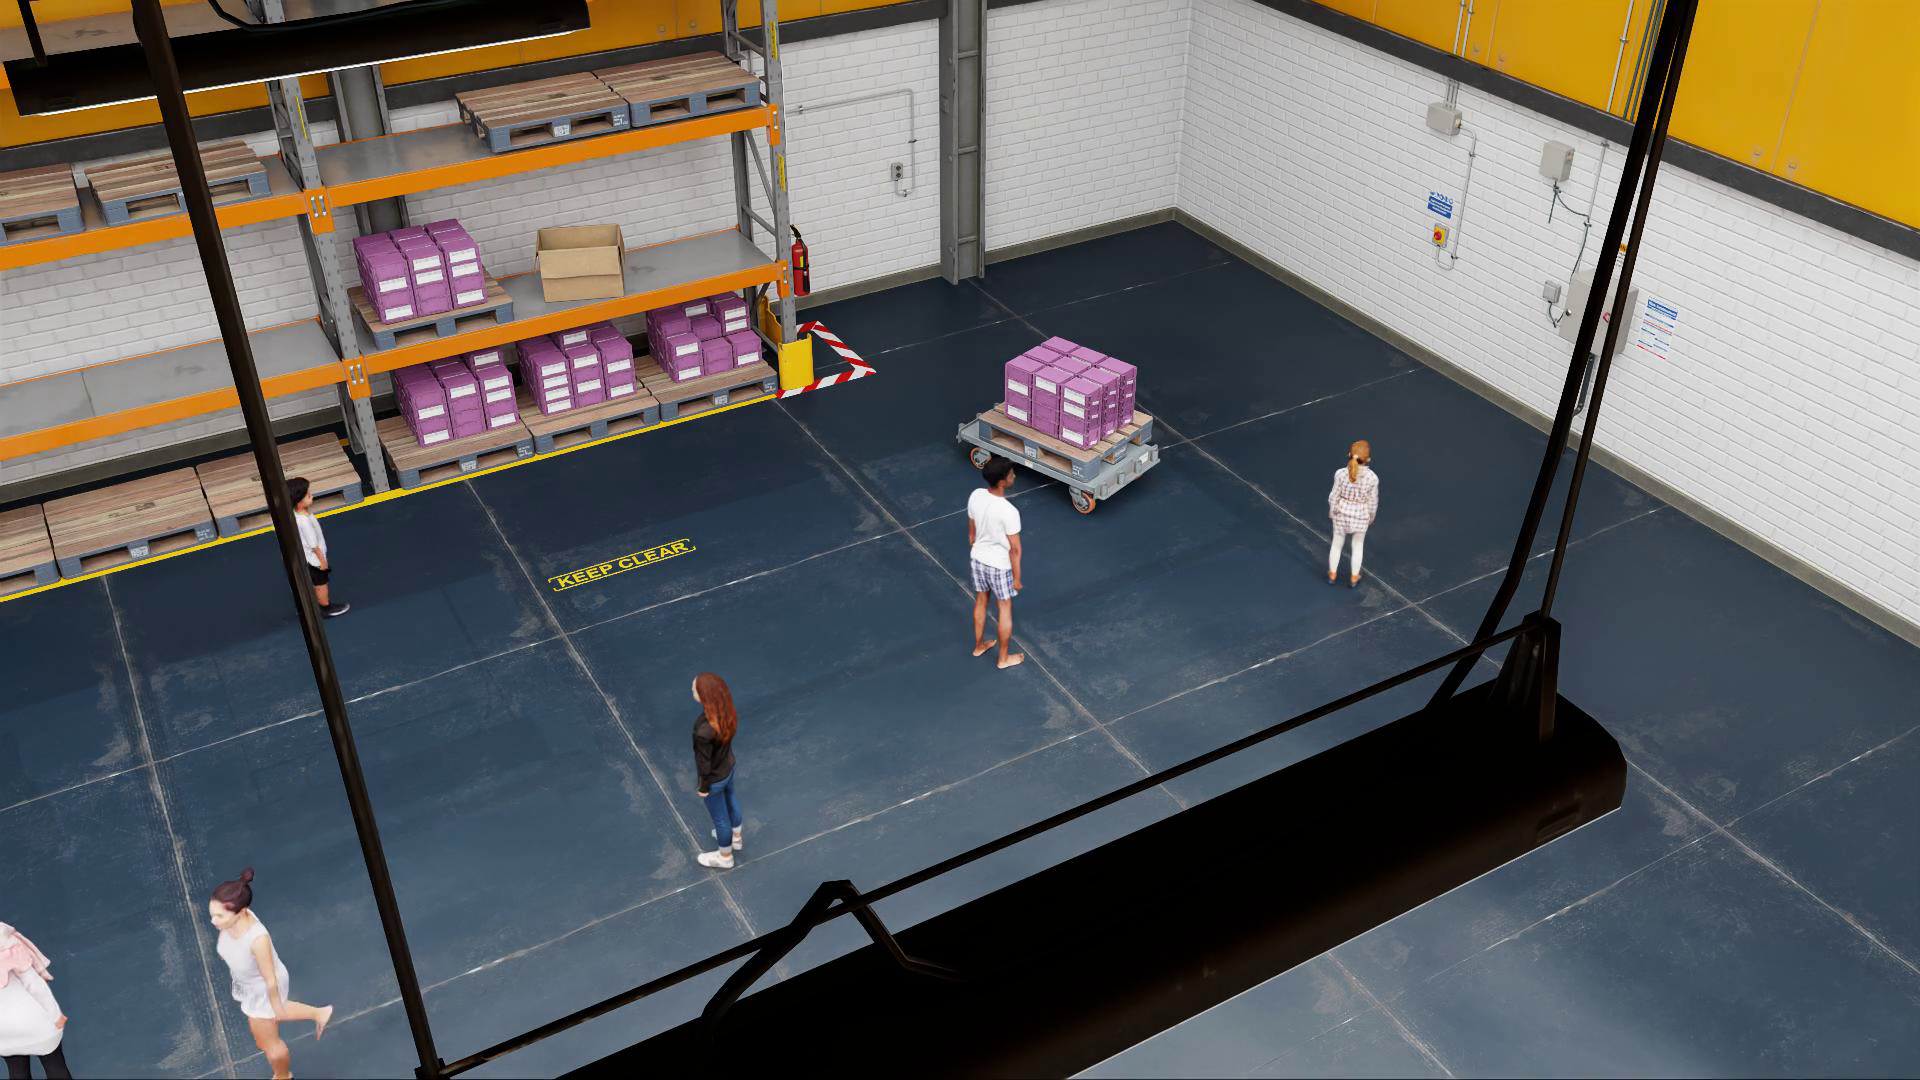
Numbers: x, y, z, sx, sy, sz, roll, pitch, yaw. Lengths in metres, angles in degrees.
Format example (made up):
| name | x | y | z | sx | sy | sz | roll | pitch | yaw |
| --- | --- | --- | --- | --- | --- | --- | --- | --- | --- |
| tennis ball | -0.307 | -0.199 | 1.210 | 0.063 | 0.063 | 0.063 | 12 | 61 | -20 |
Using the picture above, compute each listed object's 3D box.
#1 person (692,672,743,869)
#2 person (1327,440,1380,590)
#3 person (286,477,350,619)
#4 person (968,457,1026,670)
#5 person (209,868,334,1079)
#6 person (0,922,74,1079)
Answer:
| name | x | y | z | sx | sy | sz | roll | pitch | yaw |
| --- | --- | --- | --- | --- | --- | --- | --- | --- | --- |
| person | -1.531 | 1.444 | 10.525 | 0.689 | 1.482 | 0.632 | 8 | 34 | 12 |
| person | 3.100 | -0.210 | 13.169 | 0.610 | 1.311 | 0.662 | 10 | 35 | 15 |
| person | -5.043 | 0.087 | 12.775 | 0.583 | 1.251 | 0.508 | -21 | 39 | -28 |
| person | 0.251 | 0.167 | 12.221 | 0.676 | 1.732 | 0.620 | 29 | 43 | 36 |
| person | -3.725 | 2.367 | 9.028 | 0.879 | 1.602 | 0.740 | -29 | 43 | -36 |
| person | -4.939 | 2.478 | 8.679 | 0.690 | 1.804 | 0.795 | -1 | 34 | -2 |
